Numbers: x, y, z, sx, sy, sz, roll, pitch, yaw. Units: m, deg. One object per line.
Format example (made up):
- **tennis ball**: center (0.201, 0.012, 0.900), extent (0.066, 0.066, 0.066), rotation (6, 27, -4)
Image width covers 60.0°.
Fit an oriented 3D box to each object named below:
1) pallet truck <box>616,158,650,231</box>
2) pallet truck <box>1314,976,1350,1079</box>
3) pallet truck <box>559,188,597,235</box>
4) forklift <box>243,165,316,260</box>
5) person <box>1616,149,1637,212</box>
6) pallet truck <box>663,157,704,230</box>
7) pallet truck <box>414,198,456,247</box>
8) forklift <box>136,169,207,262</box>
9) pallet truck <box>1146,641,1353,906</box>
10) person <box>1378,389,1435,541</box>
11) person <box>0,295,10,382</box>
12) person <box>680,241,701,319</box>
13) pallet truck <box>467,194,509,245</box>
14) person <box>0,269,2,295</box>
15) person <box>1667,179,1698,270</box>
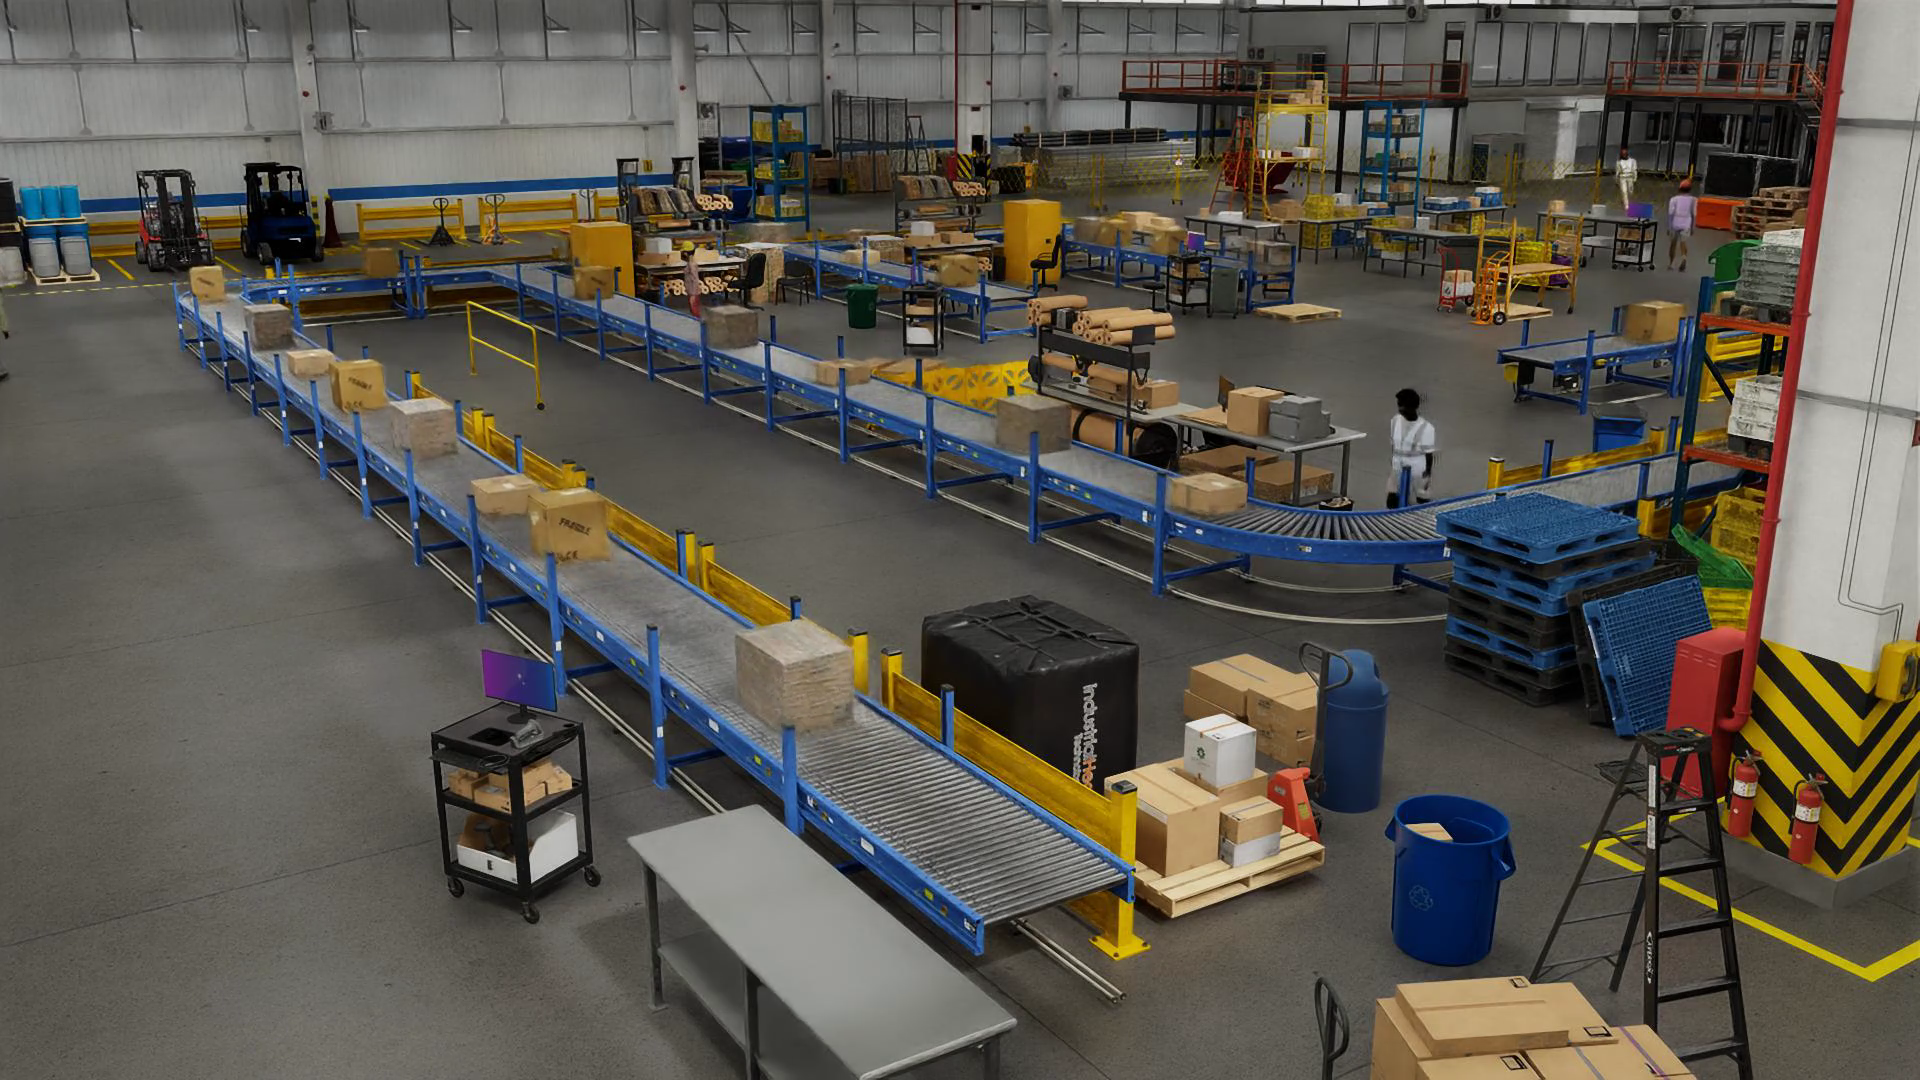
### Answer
- **pallet truck**: center (-8.918, -9.176, 44.255), extent (0.823, 1.965, 1.885), rotation (-9, 19, -27)
- **pallet truck**: center (2.299, 2.390, 7.086), extent (1.601, 1.201, 0.680), rotation (-2, 17, -7)
- **pallet truck**: center (-10.010, -8.652, 43.699), extent (0.653, 1.274, 1.630), rotation (-10, 20, -31)
- **forklift**: center (-15.898, -7.669, 38.708), extent (1.157, 1.987, 2.680), rotation (-11, 20, -33)
- **person**: center (19.961, -10.773, 49.831), extent (0.625, 1.843, 0.596), rotation (6, 18, 19)
- **pallet truck**: center (-7.586, -9.308, 44.692), extent (0.823, 1.965, 1.885), rotation (-11, 20, -33)
- **pallet truck**: center (-13.250, -8.060, 41.856), extent (0.680, 1.201, 1.601), rotation (-10, 20, -31)
- **forklift**: center (-17.842, -7.318, 37.559), extent (1.157, 1.987, 2.680), rotation (-10, 20, -31)
- **pallet truck**: center (1.664, 1.407, 10.232), extent (1.630, 1.274, 0.653), rotation (-10, 20, -31)
- **person**: center (4.428, -0.669, 16.519), extent (0.855, 1.642, 0.585), rotation (-14, 21, -38)
- **person**: center (-14.441, -3.153, 24.575), extent (0.609, 1.785, 0.954), rotation (1, 17, 4)
- **person**: center (-4.487, -4.098, 27.753), extent (0.327, 1.767, 0.533), rotation (-4, 17, -13)
- **pallet truck**: center (-11.983, -8.177, 42.137), extent (0.704, 1.261, 1.522), rotation (-11, 20, -33)
- **person**: center (-16.675, -4.318, 28.285), extent (0.680, 1.872, 0.863), rotation (-4, 17, -13)
- **person**: center (16.002, -6.971, 36.893), extent (0.609, 2.022, 0.728), rotation (3, 17, 11)
